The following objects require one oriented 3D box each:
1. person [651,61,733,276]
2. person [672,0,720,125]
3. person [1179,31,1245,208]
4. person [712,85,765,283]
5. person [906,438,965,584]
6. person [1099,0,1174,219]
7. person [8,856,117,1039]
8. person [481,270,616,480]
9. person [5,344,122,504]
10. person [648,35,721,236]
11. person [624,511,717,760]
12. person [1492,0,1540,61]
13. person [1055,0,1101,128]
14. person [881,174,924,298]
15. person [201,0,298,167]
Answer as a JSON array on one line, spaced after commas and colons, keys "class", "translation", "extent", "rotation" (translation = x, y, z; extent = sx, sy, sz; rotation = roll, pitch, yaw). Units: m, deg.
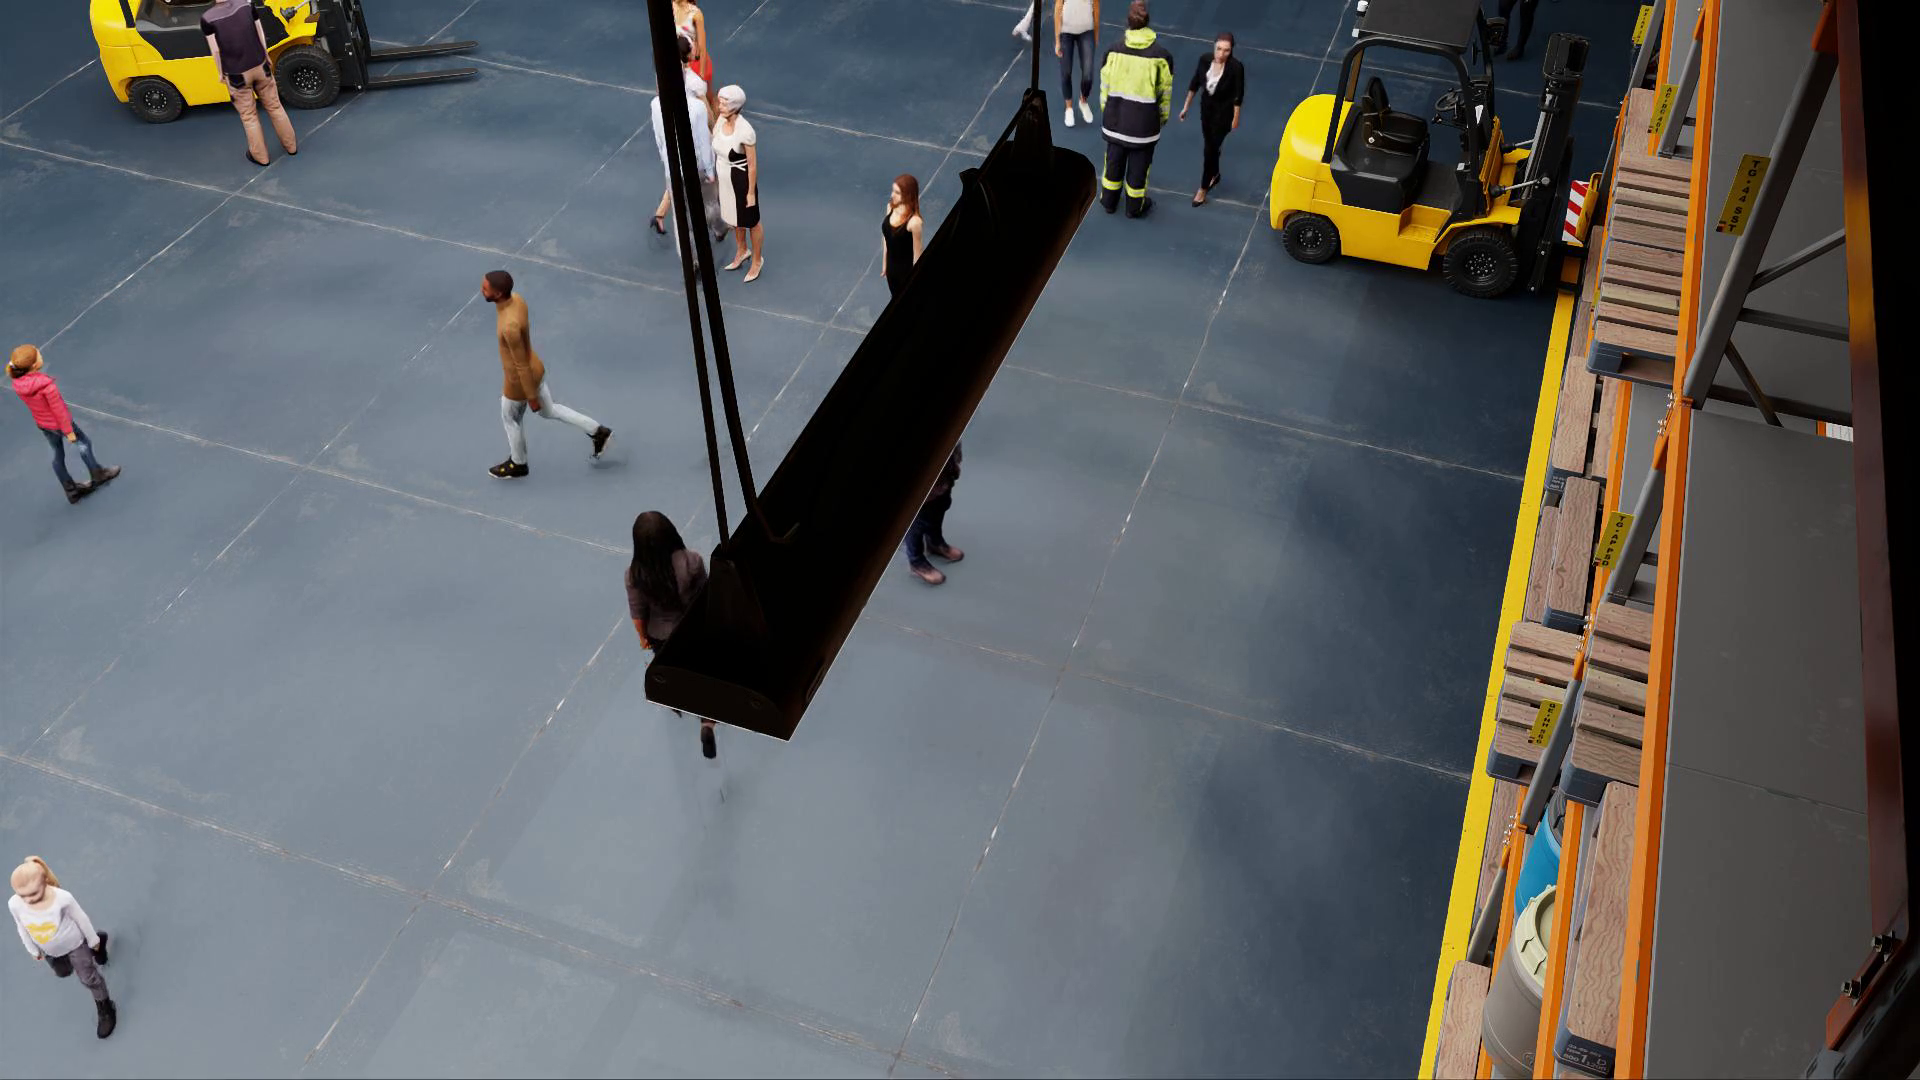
[{"class": "person", "translation": [-2.290, -3.015, 13.813], "extent": [0.832, 1.850, 1.189], "rotation": [6, 44, 7]}, {"class": "person", "translation": [-2.409, -4.378, 15.317], "extent": [0.646, 1.748, 1.130], "rotation": [17, 46, 17]}, {"class": "person", "translation": [2.340, -3.799, 14.788], "extent": [0.870, 1.638, 0.797], "rotation": [-32, 52, -29]}, {"class": "person", "translation": [-1.833, -2.970, 13.833], "extent": [0.695, 1.756, 0.708], "rotation": [-32, 52, -29]}, {"class": "person", "translation": [-0.213, -0.497, 11.173], "extent": [0.850, 1.845, 0.666], "rotation": [22, 48, 21]}, {"class": "person", "translation": [1.502, -3.735, 14.474], "extent": [0.770, 1.979, 0.621], "rotation": [17, 46, 17]}, {"class": "person", "translation": [-4.772, 2.092, 8.876], "extent": [0.687, 1.264, 0.860], "rotation": [-4, 44, -4]}, {"class": "person", "translation": [-3.016, -1.168, 11.922], "extent": [1.071, 1.783, 1.222], "rotation": [-4, 44, -4]}, {"class": "person", "translation": [-6.513, -0.794, 11.876], "extent": [0.548, 1.305, 0.652], "rotation": [17, 46, 17]}, {"class": "person", "translation": [-2.366, -3.403, 14.279], "extent": [1.302, 1.768, 1.085], "rotation": [-28, 50, -27]}, {"class": "person", "translation": [-1.694, 0.594, 10.046], "extent": [0.959, 1.819, 1.113], "rotation": [-8, 44, -9]}, {"class": "person", "translation": [5.746, -5.630, 16.687], "extent": [0.803, 1.672, 0.745], "rotation": [-32, 52, -29]}, {"class": "person", "translation": [1.078, -4.806, 15.729], "extent": [0.685, 1.799, 0.702], "rotation": [-3, 44, -4]}, {"class": "person", "translation": [-0.419, -2.084, 12.925], "extent": [0.661, 1.726, 0.641], "rotation": [-29, 51, -27]}, {"class": "person", "translation": [-6.524, -4.315, 15.183], "extent": [0.699, 1.842, 0.829], "rotation": [-32, 52, -29]}]
